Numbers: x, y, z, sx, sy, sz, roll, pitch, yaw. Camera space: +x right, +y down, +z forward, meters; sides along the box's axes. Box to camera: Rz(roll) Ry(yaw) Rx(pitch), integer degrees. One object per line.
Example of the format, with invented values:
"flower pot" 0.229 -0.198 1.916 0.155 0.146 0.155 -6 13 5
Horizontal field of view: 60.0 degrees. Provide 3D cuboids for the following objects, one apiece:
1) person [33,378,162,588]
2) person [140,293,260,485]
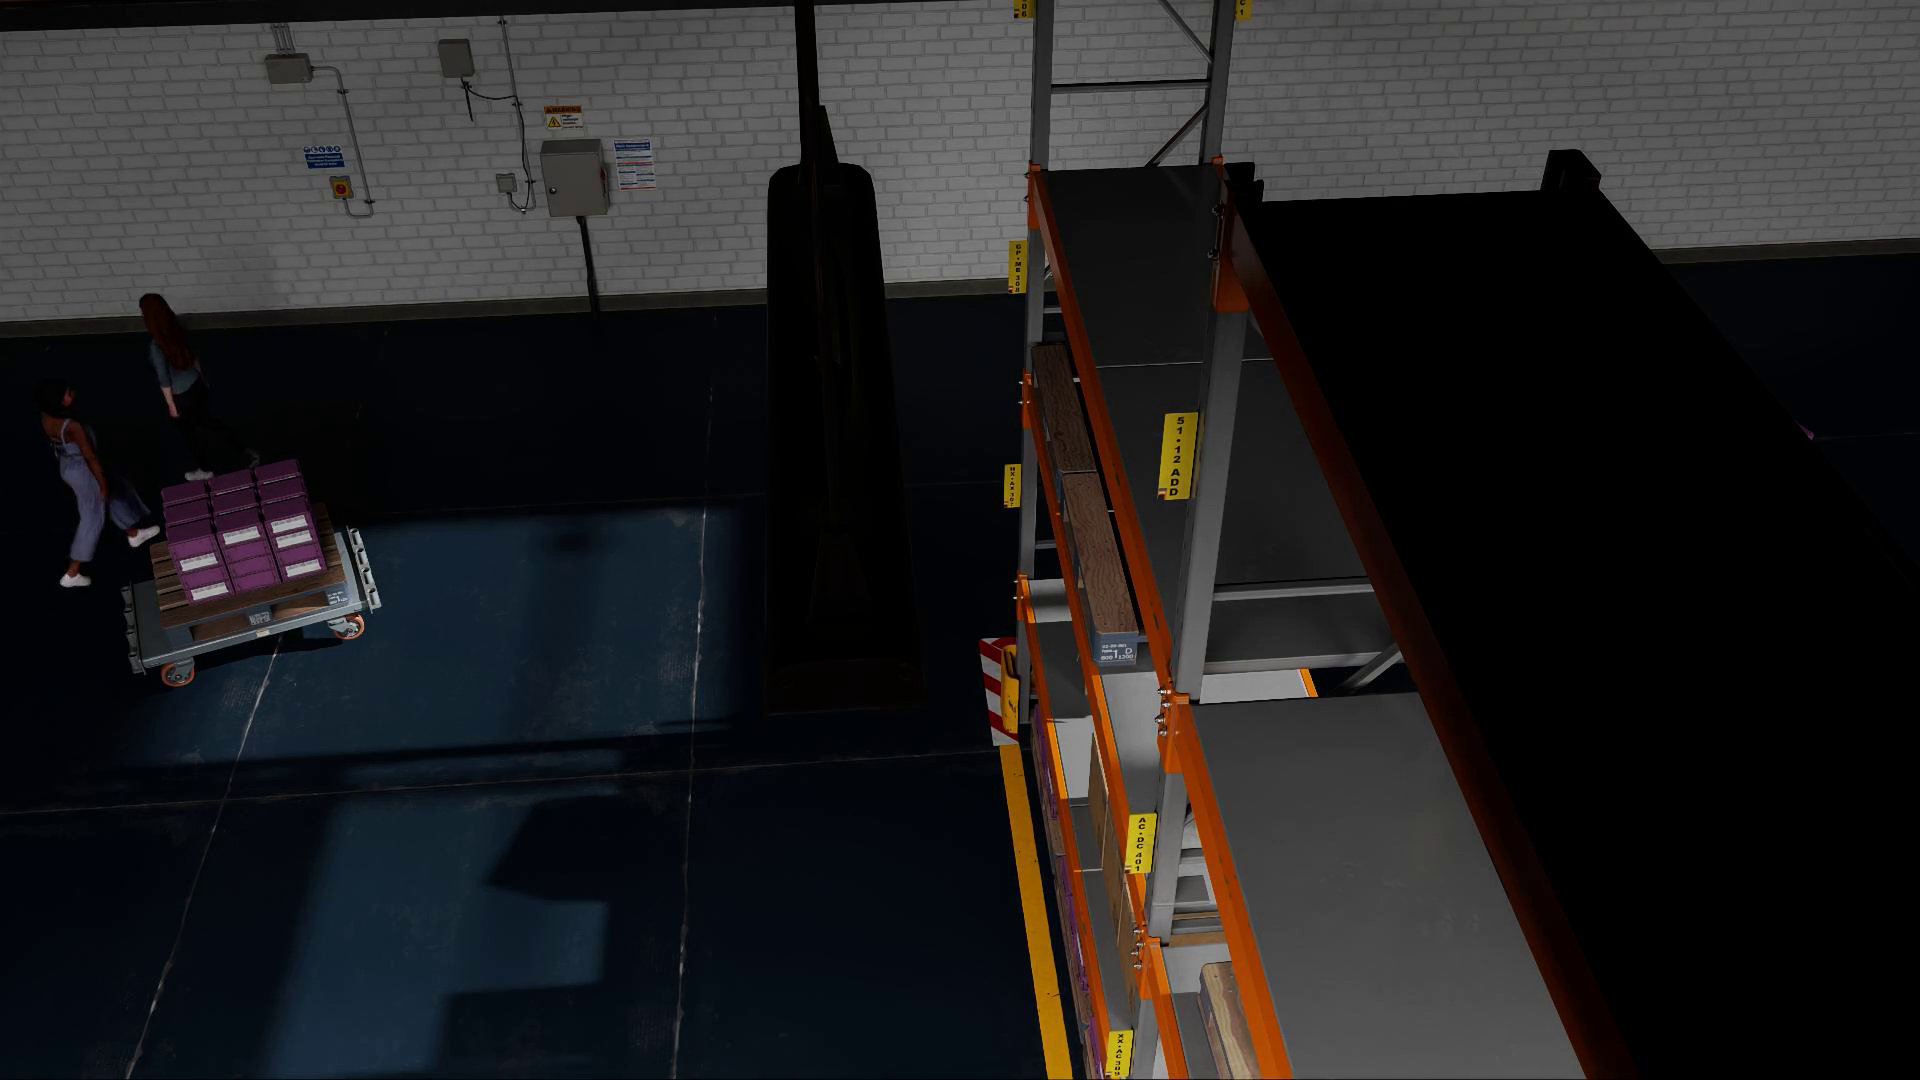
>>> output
"person" -6.388 -0.398 12.023 1.032 1.654 1.164 21 43 24
"person" -5.916 -1.122 12.869 0.818 1.729 0.940 8 39 9
